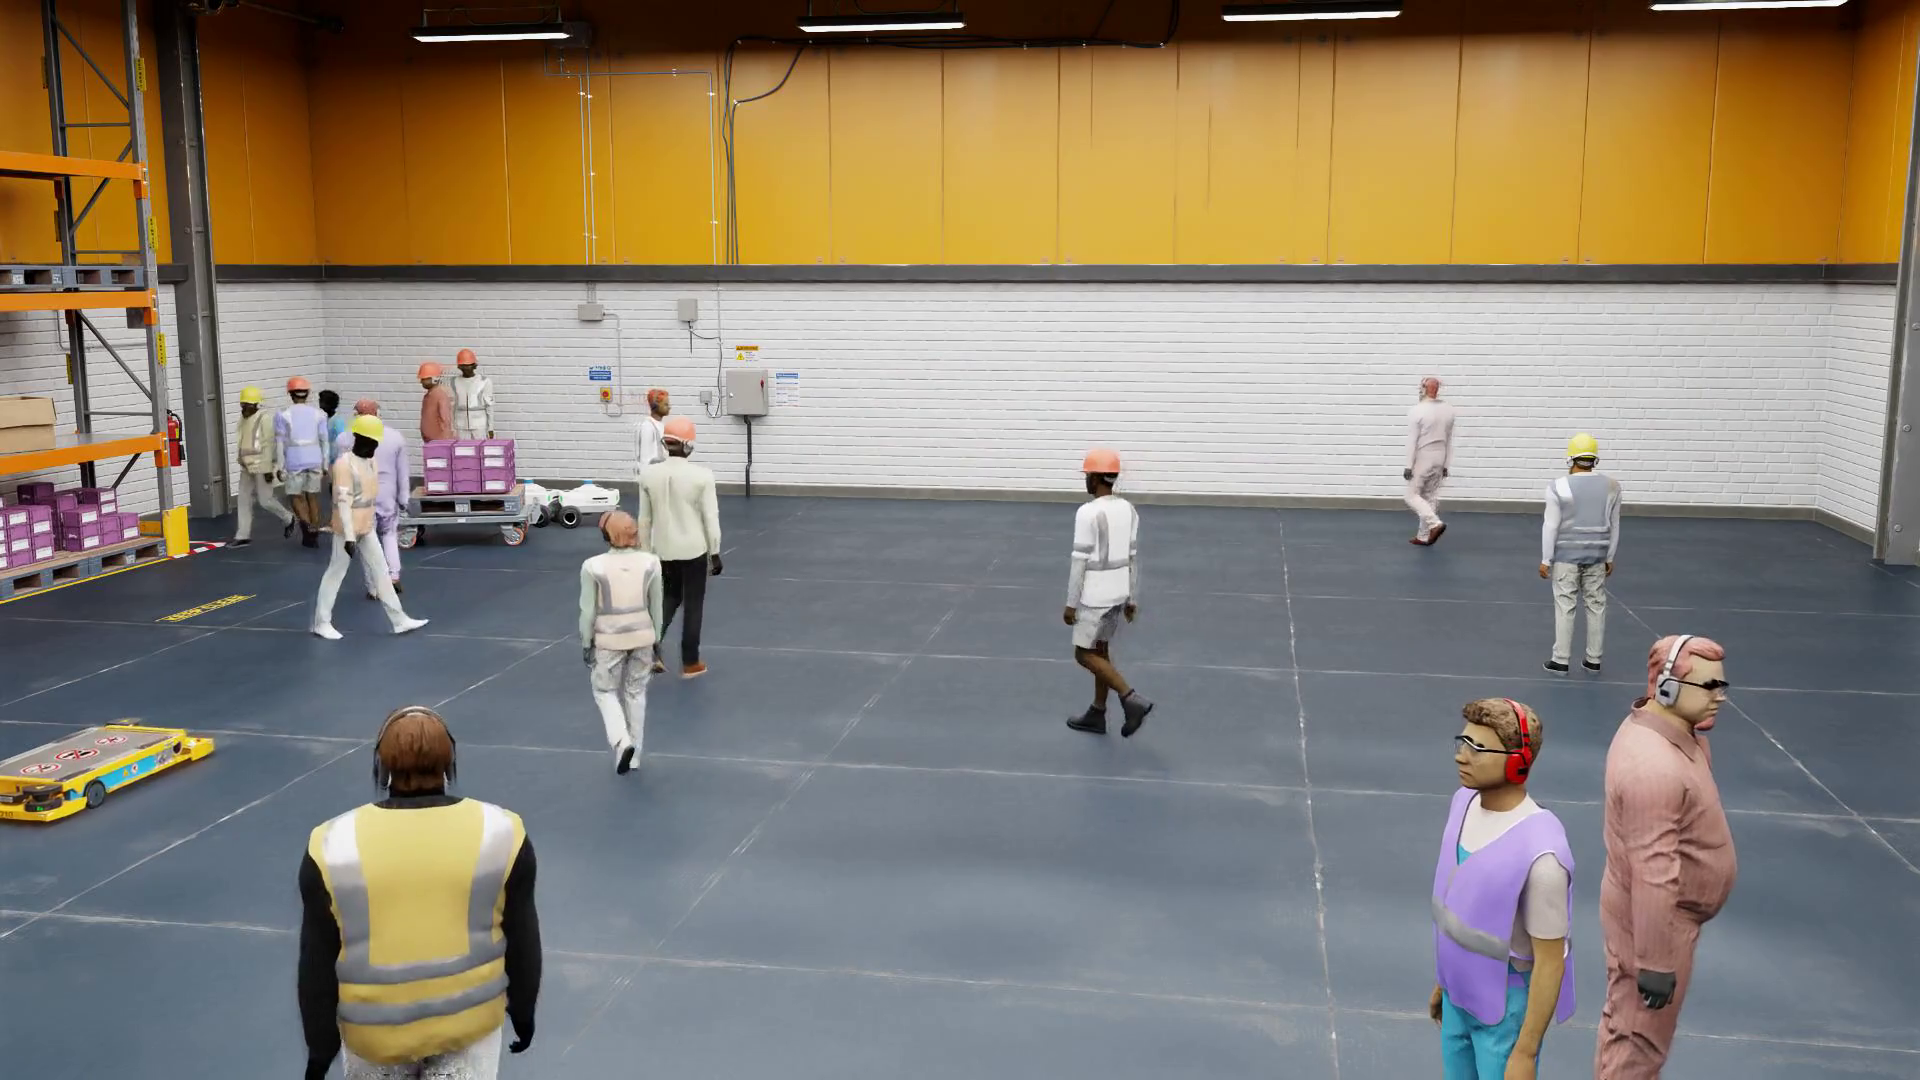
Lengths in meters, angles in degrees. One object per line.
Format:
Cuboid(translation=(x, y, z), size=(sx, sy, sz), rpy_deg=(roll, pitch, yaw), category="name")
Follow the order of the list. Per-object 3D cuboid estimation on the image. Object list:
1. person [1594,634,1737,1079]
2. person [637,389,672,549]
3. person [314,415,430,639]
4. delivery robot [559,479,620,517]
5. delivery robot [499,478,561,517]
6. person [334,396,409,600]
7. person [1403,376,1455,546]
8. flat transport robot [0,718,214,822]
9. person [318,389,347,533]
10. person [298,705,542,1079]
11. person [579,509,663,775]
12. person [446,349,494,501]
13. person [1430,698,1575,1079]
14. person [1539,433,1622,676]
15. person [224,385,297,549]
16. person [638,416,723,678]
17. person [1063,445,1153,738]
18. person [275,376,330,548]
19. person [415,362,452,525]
Cuboid(translation=(2.252, 1.236, 5.327), size=(0.400, 1.905, 0.644), rpy_deg=(4, 10, 21), category="person")
Cuboid(translation=(-2.931, -0.579, 16.708), size=(0.744, 1.857, 0.615), rpy_deg=(0, 9, 2), category="person")
Cuboid(translation=(-4.933, -0.098, 13.734), size=(0.995, 1.855, 0.687), rpy_deg=(1, 9, 9), category="person")
Cuboid(translation=(-4.431, -0.485, 19.883), size=(0.707, 0.478, 0.477), rpy_deg=(-2, 9, -13), category="delivery robot")
Cuboid(translation=(-5.167, -0.498, 19.963), size=(0.707, 0.478, 0.477), rpy_deg=(2, 9, 13), category="delivery robot")
Cuboid(translation=(-5.459, -0.382, 15.417), size=(0.645, 1.892, 0.430), rpy_deg=(-6, 11, -32), category="person")
Cuboid(translation=(5.160, -0.842, 18.255), size=(0.643, 1.896, 0.578), rpy_deg=(-5, 11, -30), category="person")
Cuboid(translation=(-5.140, 1.331, 9.787), size=(0.652, 0.197, 1.431), rpy_deg=(2, 9, 11), category="flat transport robot")
Cuboid(translation=(-7.202, -0.935, 19.460), size=(0.617, 1.681, 0.546), rpy_deg=(-6, 11, -31), category="person")
Cuboid(translation=(-1.530, 1.363, 4.768), size=(0.659, 1.827, 0.535), rpy_deg=(-3, 10, -19), category="person")
Cuboid(translation=(-2.008, 0.629, 9.977), size=(0.516, 1.624, 0.494), rpy_deg=(-5, 10, -27), category="person")
Cuboid(translation=(-6.463, -1.506, 21.961), size=(0.609, 2.032, 0.410), rpy_deg=(0, 9, -2), category="person")
Cuboid(translation=(1.537, 1.350, 4.782), size=(0.389, 1.850, 0.564), rpy_deg=(-2, 9, -10), category="person")
Cuboid(translation=(4.646, 0.112, 12.513), size=(0.591, 1.834, 0.404), rpy_deg=(-1, 9, -4), category="person")
Cuboid(translation=(-7.739, -0.817, 18.363), size=(0.615, 1.804, 0.713), rpy_deg=(6, 11, 32), category="person")
Cuboid(translation=(-2.083, 0.073, 12.308), size=(0.620, 1.978, 0.532), rpy_deg=(3, 10, 20), category="person")
Cuboid(translation=(0.975, 0.355, 10.738), size=(0.655, 1.921, 0.556), rpy_deg=(8, 12, 40), category="person")
Cuboid(translation=(-7.170, -0.833, 18.184), size=(0.585, 1.903, 0.646), rpy_deg=(-7, 11, -36), category="person")
Cuboid(translation=(-6.260, -1.168, 20.053), size=(0.708, 1.968, 0.627), rpy_deg=(-7, 11, -37), category="person")
